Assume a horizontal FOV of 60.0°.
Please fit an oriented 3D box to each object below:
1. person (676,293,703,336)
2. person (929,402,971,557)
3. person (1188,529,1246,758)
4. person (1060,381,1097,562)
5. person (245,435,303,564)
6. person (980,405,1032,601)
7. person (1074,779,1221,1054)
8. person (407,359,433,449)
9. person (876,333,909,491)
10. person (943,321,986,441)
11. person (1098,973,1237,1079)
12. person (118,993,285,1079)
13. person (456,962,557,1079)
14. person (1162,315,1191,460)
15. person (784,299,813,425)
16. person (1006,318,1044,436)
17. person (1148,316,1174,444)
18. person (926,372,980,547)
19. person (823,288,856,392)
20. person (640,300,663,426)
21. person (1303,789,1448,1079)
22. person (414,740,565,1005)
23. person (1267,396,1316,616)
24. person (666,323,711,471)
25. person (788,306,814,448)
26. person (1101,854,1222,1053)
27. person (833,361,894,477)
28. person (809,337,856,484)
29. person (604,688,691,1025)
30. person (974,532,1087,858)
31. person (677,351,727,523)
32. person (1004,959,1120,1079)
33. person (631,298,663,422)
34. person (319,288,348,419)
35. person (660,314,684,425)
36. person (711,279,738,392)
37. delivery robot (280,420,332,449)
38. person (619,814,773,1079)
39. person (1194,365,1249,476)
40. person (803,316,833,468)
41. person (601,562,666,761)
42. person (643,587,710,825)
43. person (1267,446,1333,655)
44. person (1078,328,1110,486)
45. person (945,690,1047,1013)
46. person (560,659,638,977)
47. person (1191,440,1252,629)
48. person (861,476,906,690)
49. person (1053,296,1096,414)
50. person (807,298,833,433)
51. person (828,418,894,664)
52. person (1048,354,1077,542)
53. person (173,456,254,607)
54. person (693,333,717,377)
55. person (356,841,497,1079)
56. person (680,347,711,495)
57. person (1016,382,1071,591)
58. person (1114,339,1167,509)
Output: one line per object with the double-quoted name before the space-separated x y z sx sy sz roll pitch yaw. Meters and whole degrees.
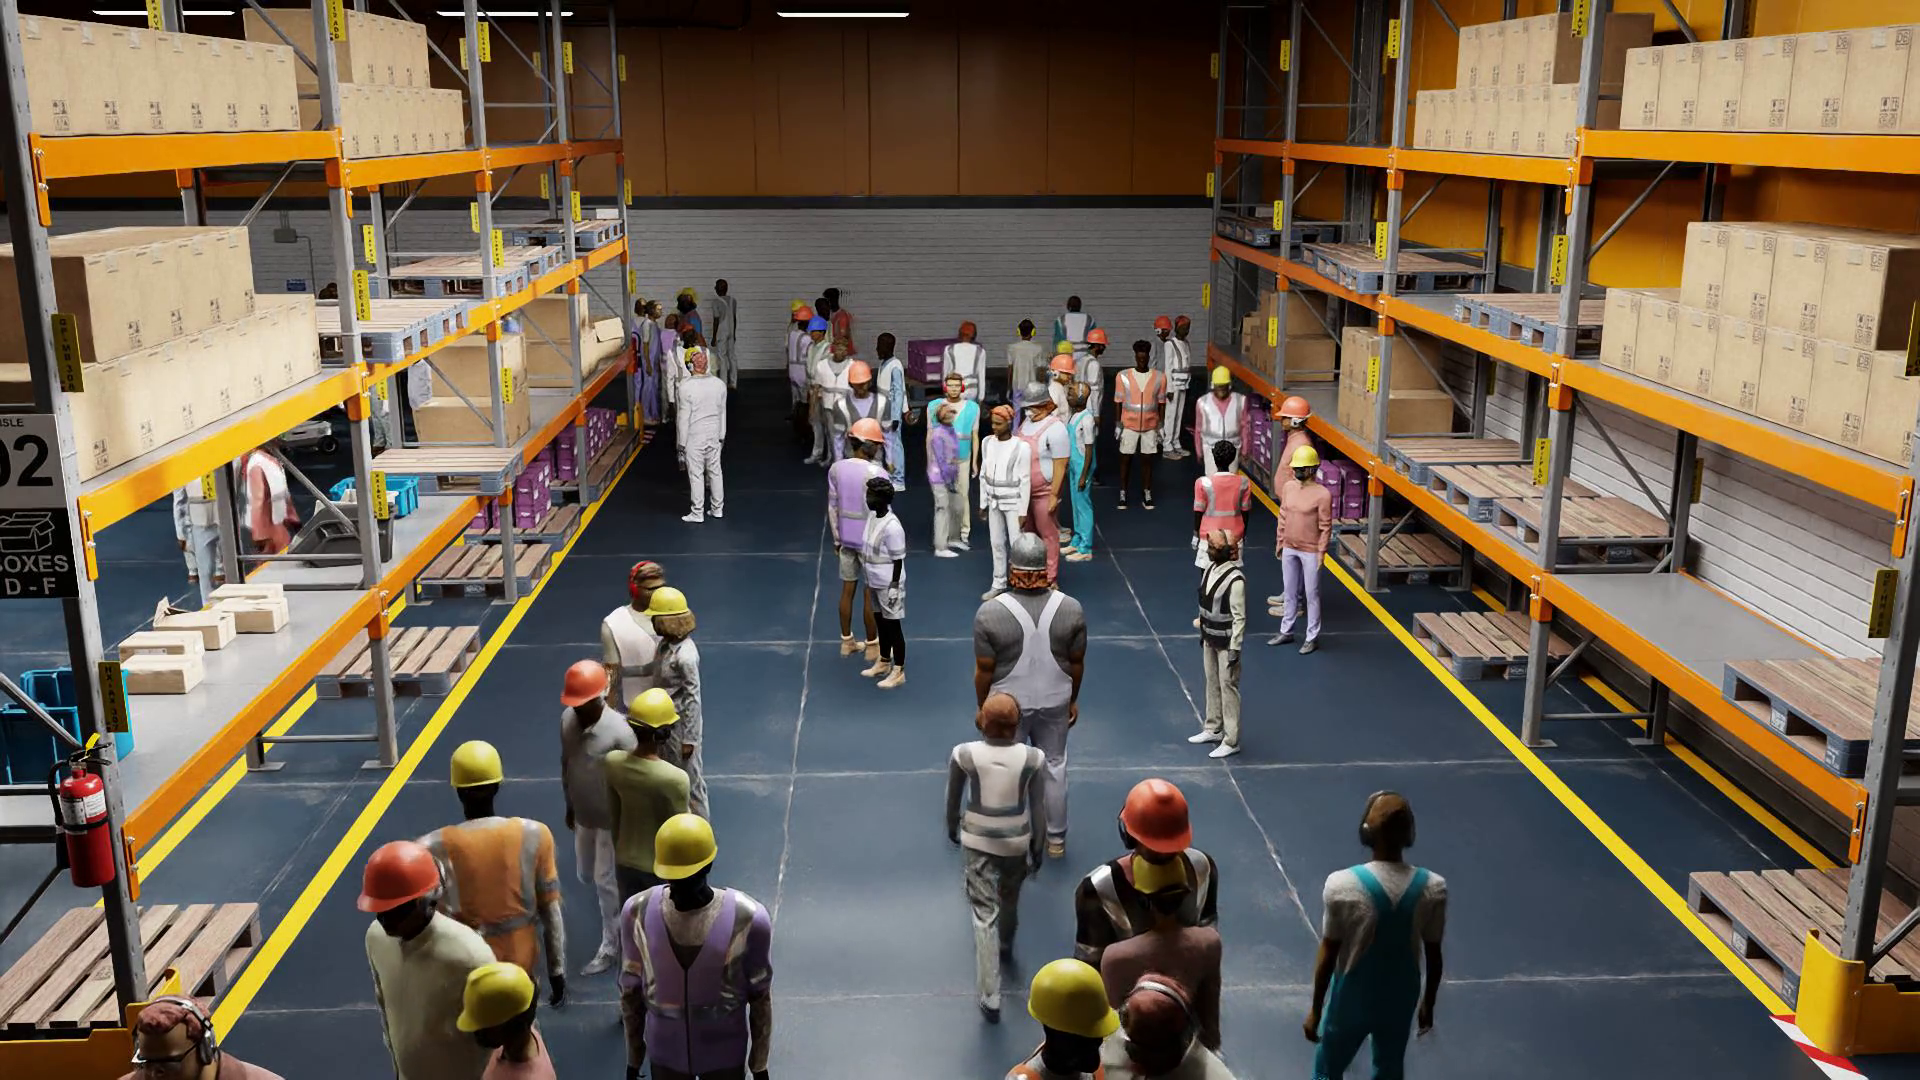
"person" -4.096 -2.799 25.107 0.428 1.840 0.631 -6 15 -22
"person" -0.113 -0.616 16.986 0.367 1.622 0.585 5 15 19
"person" 1.833 0.718 11.702 0.311 1.638 0.523 -5 15 -18
"person" 1.202 -0.696 16.840 0.344 1.847 0.504 -2 15 -10
"person" -5.914 -0.133 14.570 0.730 1.877 0.590 -4 15 -14
"person" 0.416 -0.320 15.317 0.576 1.877 0.353 14 20 43
"person" 0.738 1.866 6.432 0.612 2.029 0.407 -6 16 -23
"person" -6.827 -1.726 21.066 0.565 1.751 0.330 12 19 40
"person" -0.821 -1.537 19.997 0.371 1.916 0.597 -5 15 -17
"person" 0.057 -1.921 21.658 0.568 1.851 0.908 0 14 0
"person" 0.649 2.192 5.460 0.695 1.869 0.751 12 19 40
"person" -2.314 2.266 5.089 0.652 1.906 0.409 -2 14 -9
"person" -1.473 2.215 5.589 0.327 1.761 0.524 -7 16 -25
"person" 2.872 -2.017 21.945 0.354 1.886 0.573 9 17 31
"person" -2.358 -2.610 24.372 0.404 1.837 0.590 -13 19 -42
"person" 0.848 -1.968 21.818 0.504 1.861 0.329 3 15 11
"person" 2.783 -2.226 23.031 0.326 1.751 0.559 8 16 30
"person" -0.073 -0.842 17.402 0.567 1.850 0.389 1 14 3
"person" -1.884 -2.823 25.034 0.895 1.915 0.638 -8 16 -29
"person" -4.493 -2.587 24.301 0.369 1.835 0.510 1 14 4
"person" 1.673 1.883 6.740 0.560 1.833 0.531 -2 14 -7
"person" -2.023 1.768 7.120 0.591 1.868 0.977 -8 16 -28
"person" 3.000 -0.305 15.006 0.378 1.995 0.609 3 15 11
"person" -3.430 -1.818 21.165 0.586 1.883 0.342 -6 15 -21
"person" -2.129 -2.221 22.651 0.381 1.934 0.550 -8 16 -29
"person" 0.755 2.006 6.408 0.524 1.755 0.355 -6 15 -22
"person" -0.985 -0.830 17.013 0.621 2.022 0.427 -2 14 -9
"person" -1.517 -1.559 20.259 0.629 1.830 0.574 1 14 4
"person" -1.490 1.570 8.127 0.518 1.760 0.330 8 16 29
"person" 0.392 0.940 10.027 0.683 2.000 0.537 -3 15 -12
"person" -2.886 -1.142 18.470 0.408 1.906 0.651 13 19 41
"person" 0.320 2.208 5.276 0.368 1.928 0.585 8 17 30
"person" -4.631 -2.623 24.411 0.508 1.844 0.345 3 15 13
"person" -9.431 -2.799 24.910 0.356 1.938 0.633 9 17 31
"person" -4.198 -2.492 24.321 0.527 1.631 0.318 8 16 29
"person" -3.871 -3.348 27.253 0.346 1.847 0.505 11 18 37
"delivery robot" -8.736 -1.428 22.101 0.477 0.478 0.707 14 20 43
"person" -1.001 1.938 6.338 0.588 1.927 0.369 1 14 3
"person" 2.854 -1.029 18.218 0.595 1.812 0.693 0 14 2
"person" -1.782 -1.907 21.389 0.404 1.948 0.605 -12 19 -39
"person" -1.924 1.009 10.175 0.583 1.836 0.394 -13 20 -42
"person" -1.694 1.121 9.912 0.319 1.742 0.492 -7 16 -25
"person" 2.867 0.076 13.969 0.311 1.769 0.522 -12 19 -40
"person" 1.631 -1.619 20.304 0.385 1.928 0.546 -2 14 -9
"person" 0.187 1.548 8.548 0.510 1.583 0.899 -1 14 -4
"person" -1.840 1.411 8.809 0.604 1.725 0.584 10 18 35
"person" 2.284 -0.034 14.553 0.537 1.694 0.320 -3 15 -12
"person" -0.604 0.330 13.107 0.318 1.695 0.539 -7 16 -25
"person" 1.717 -2.750 24.945 0.665 1.826 0.524 -1 14 -3
"person" -1.979 -2.506 23.803 0.393 1.920 0.591 6 15 21
"person" -0.792 0.001 13.732 0.611 2.031 0.405 11 18 36
"person" 1.042 -0.983 17.682 0.392 1.988 0.609 2 14 6
"person" -6.486 -0.121 14.471 0.624 1.904 0.413 -10 17 -35
"person" -3.495 -1.971 22.285 0.501 1.628 0.270 2 14 8
"person" -1.825 1.956 6.217 0.633 1.961 0.847 8 16 28
"person" -3.144 -1.409 19.799 0.313 1.768 0.528 9 17 32
"person" 0.702 -0.500 15.681 0.536 2.000 0.674 -8 16 -28
"person" 2.061 -1.321 19.053 0.603 1.966 0.372 0 14 0
